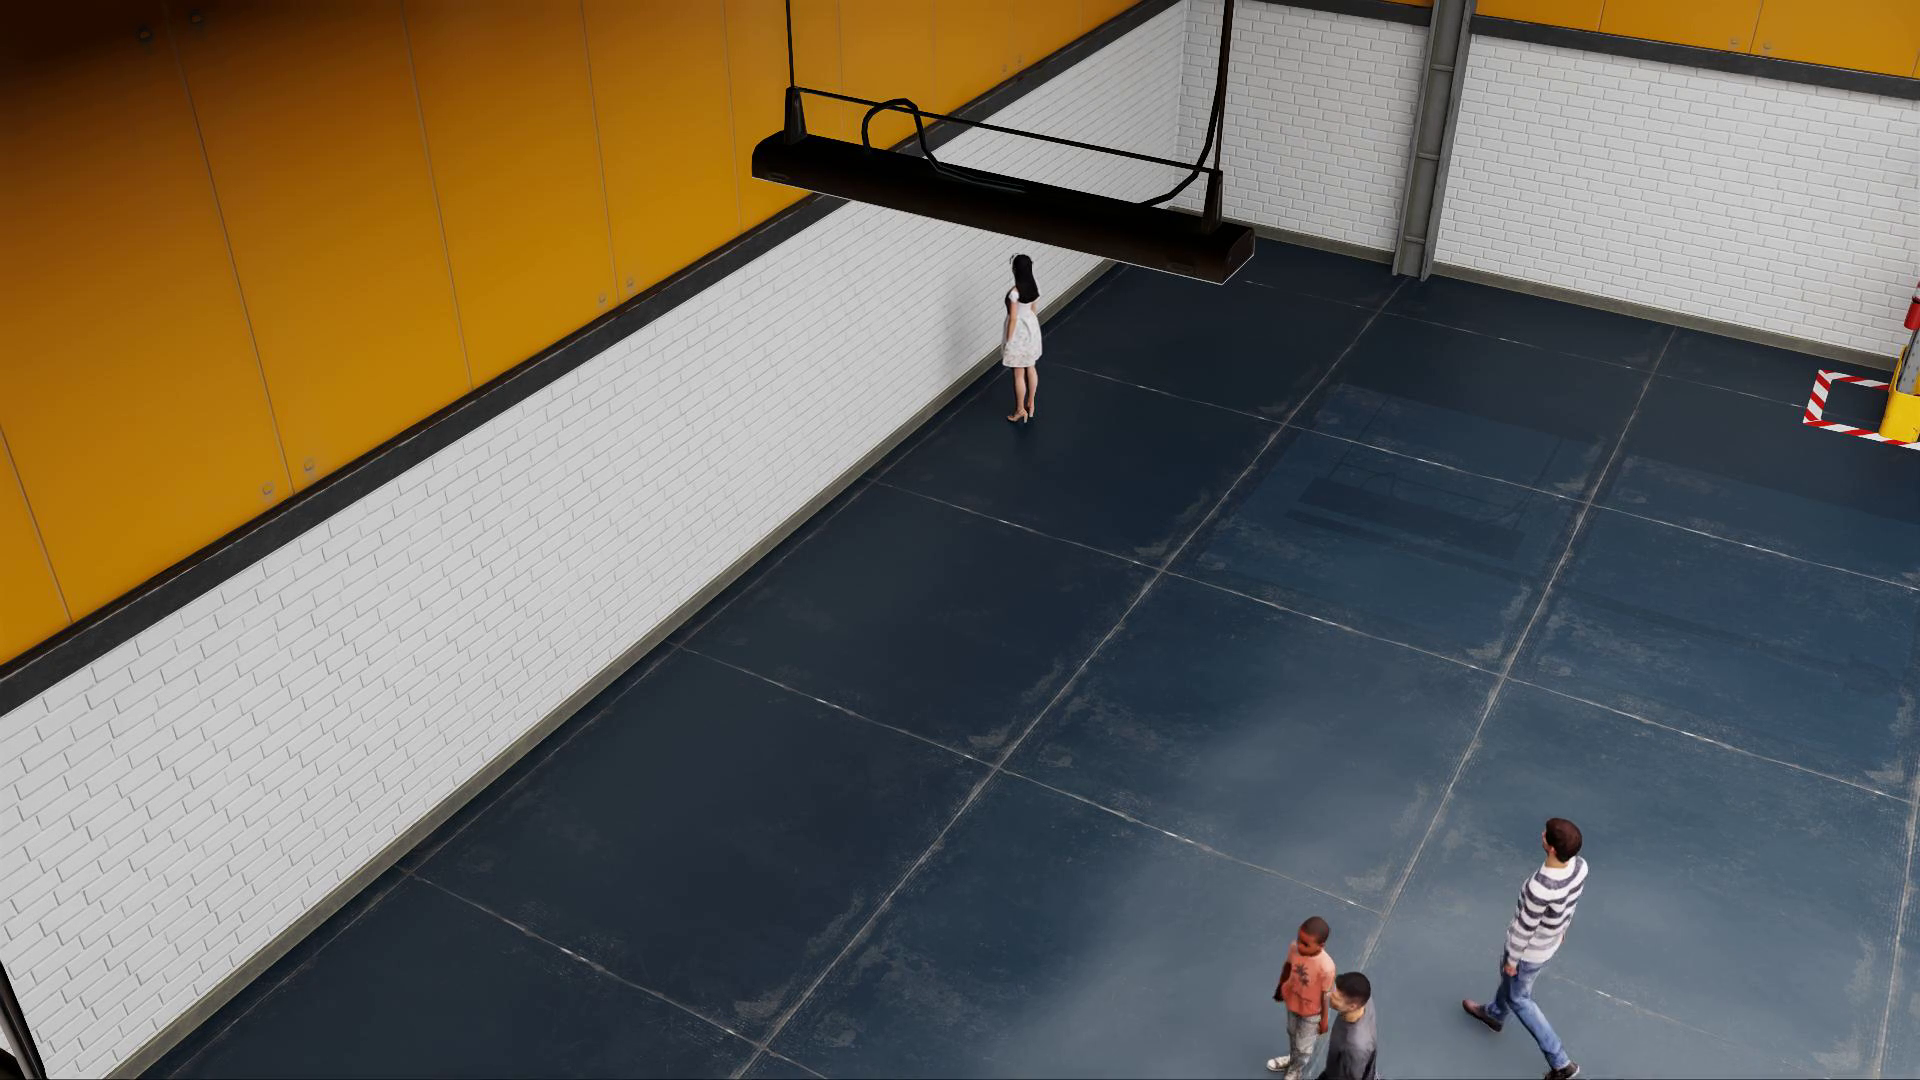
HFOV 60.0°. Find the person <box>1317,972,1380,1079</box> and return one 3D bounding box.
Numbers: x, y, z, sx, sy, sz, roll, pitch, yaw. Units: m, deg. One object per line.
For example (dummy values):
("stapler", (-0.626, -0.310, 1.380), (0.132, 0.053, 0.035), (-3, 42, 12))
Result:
("person", (2.194, 2.976, 8.993), (1.206, 1.713, 0.947), (4, 34, 6))

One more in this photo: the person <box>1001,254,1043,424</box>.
("person", (0.603, -1.988, 16.407), (0.694, 1.774, 0.699), (26, 41, 33))

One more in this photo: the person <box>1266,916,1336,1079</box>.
("person", (2.064, 2.695, 9.784), (0.672, 1.305, 0.583), (-17, 37, -24))

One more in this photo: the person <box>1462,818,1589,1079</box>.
("person", (3.440, 2.409, 9.743), (0.902, 1.828, 1.172), (-25, 41, -32))
